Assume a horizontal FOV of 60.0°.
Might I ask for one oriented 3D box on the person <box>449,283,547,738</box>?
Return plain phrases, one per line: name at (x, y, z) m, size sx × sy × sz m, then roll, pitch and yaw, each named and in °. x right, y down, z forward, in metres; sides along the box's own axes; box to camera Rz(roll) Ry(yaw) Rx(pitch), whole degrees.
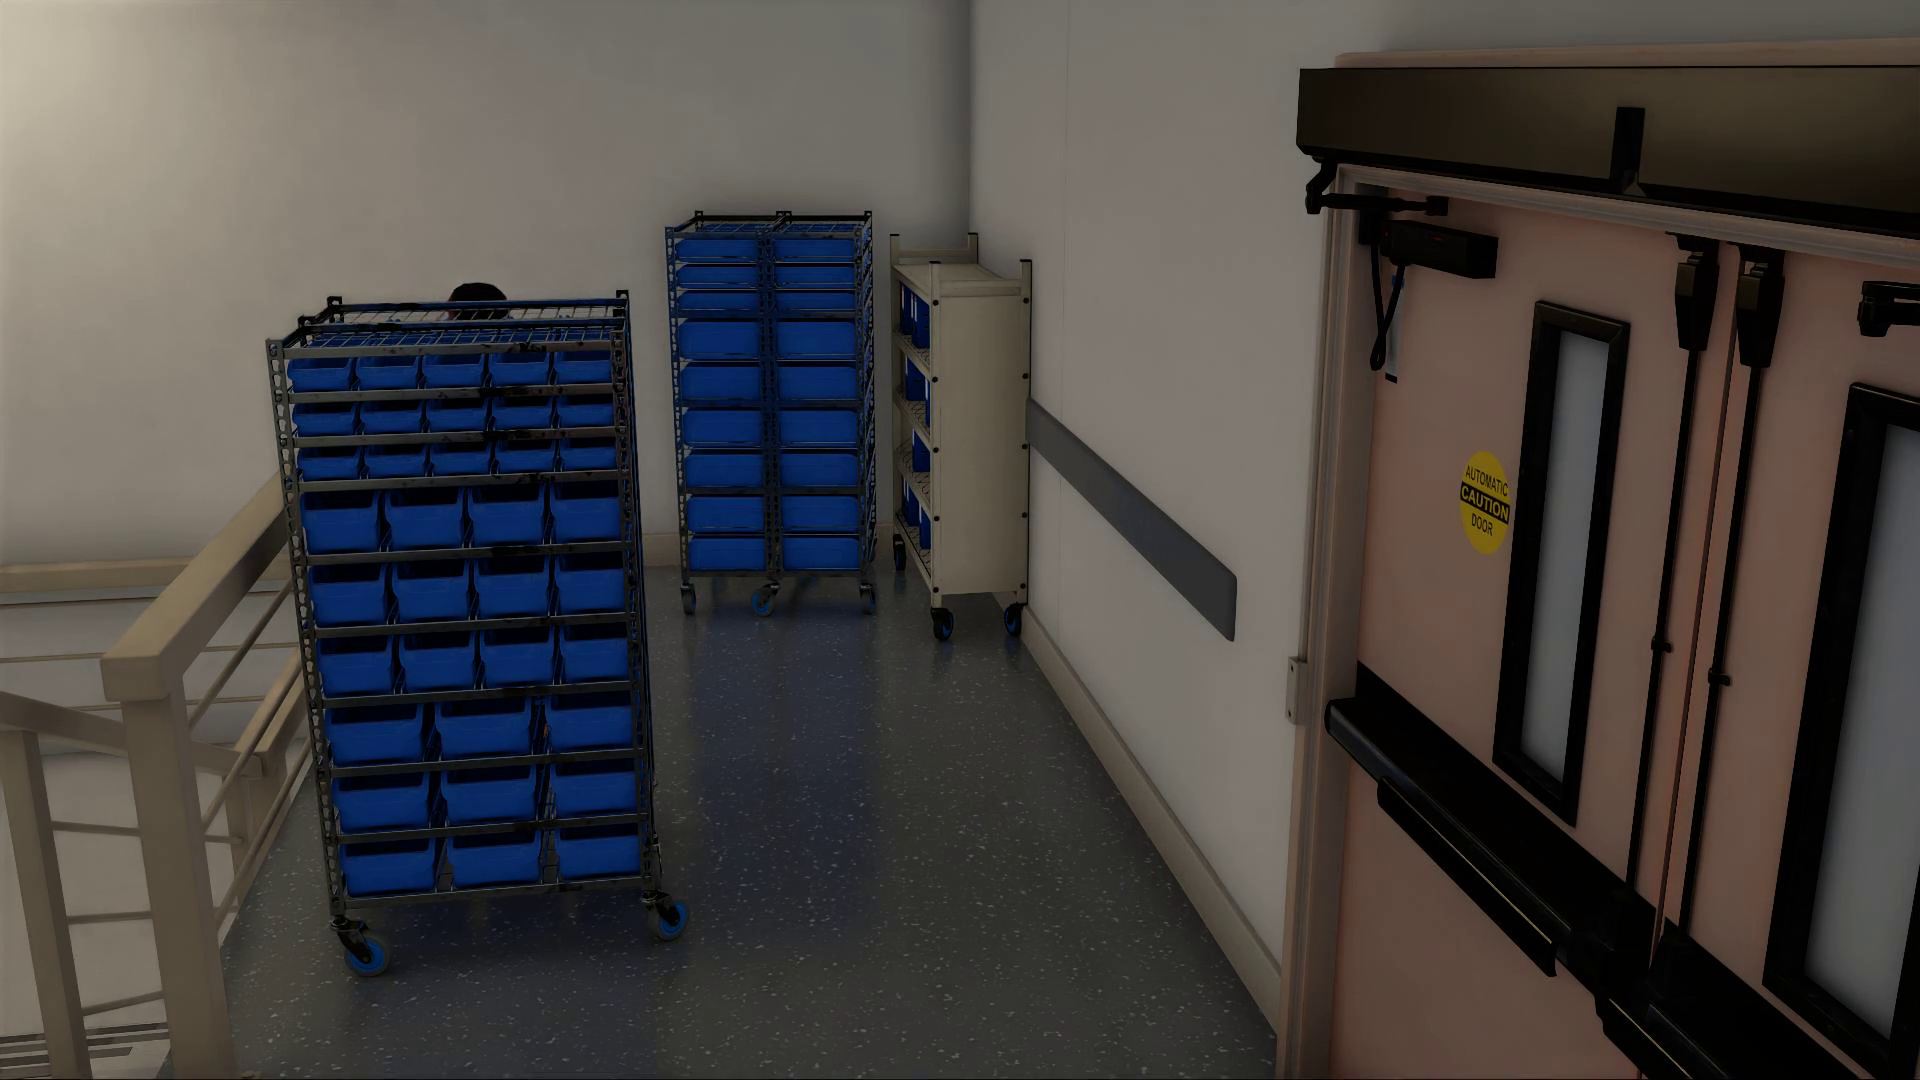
person at (-1.590, -0.024, 5.677) m, size 0.704 × 1.713 × 0.526 m, roll 1°, pitch 16°, yaw 3°
